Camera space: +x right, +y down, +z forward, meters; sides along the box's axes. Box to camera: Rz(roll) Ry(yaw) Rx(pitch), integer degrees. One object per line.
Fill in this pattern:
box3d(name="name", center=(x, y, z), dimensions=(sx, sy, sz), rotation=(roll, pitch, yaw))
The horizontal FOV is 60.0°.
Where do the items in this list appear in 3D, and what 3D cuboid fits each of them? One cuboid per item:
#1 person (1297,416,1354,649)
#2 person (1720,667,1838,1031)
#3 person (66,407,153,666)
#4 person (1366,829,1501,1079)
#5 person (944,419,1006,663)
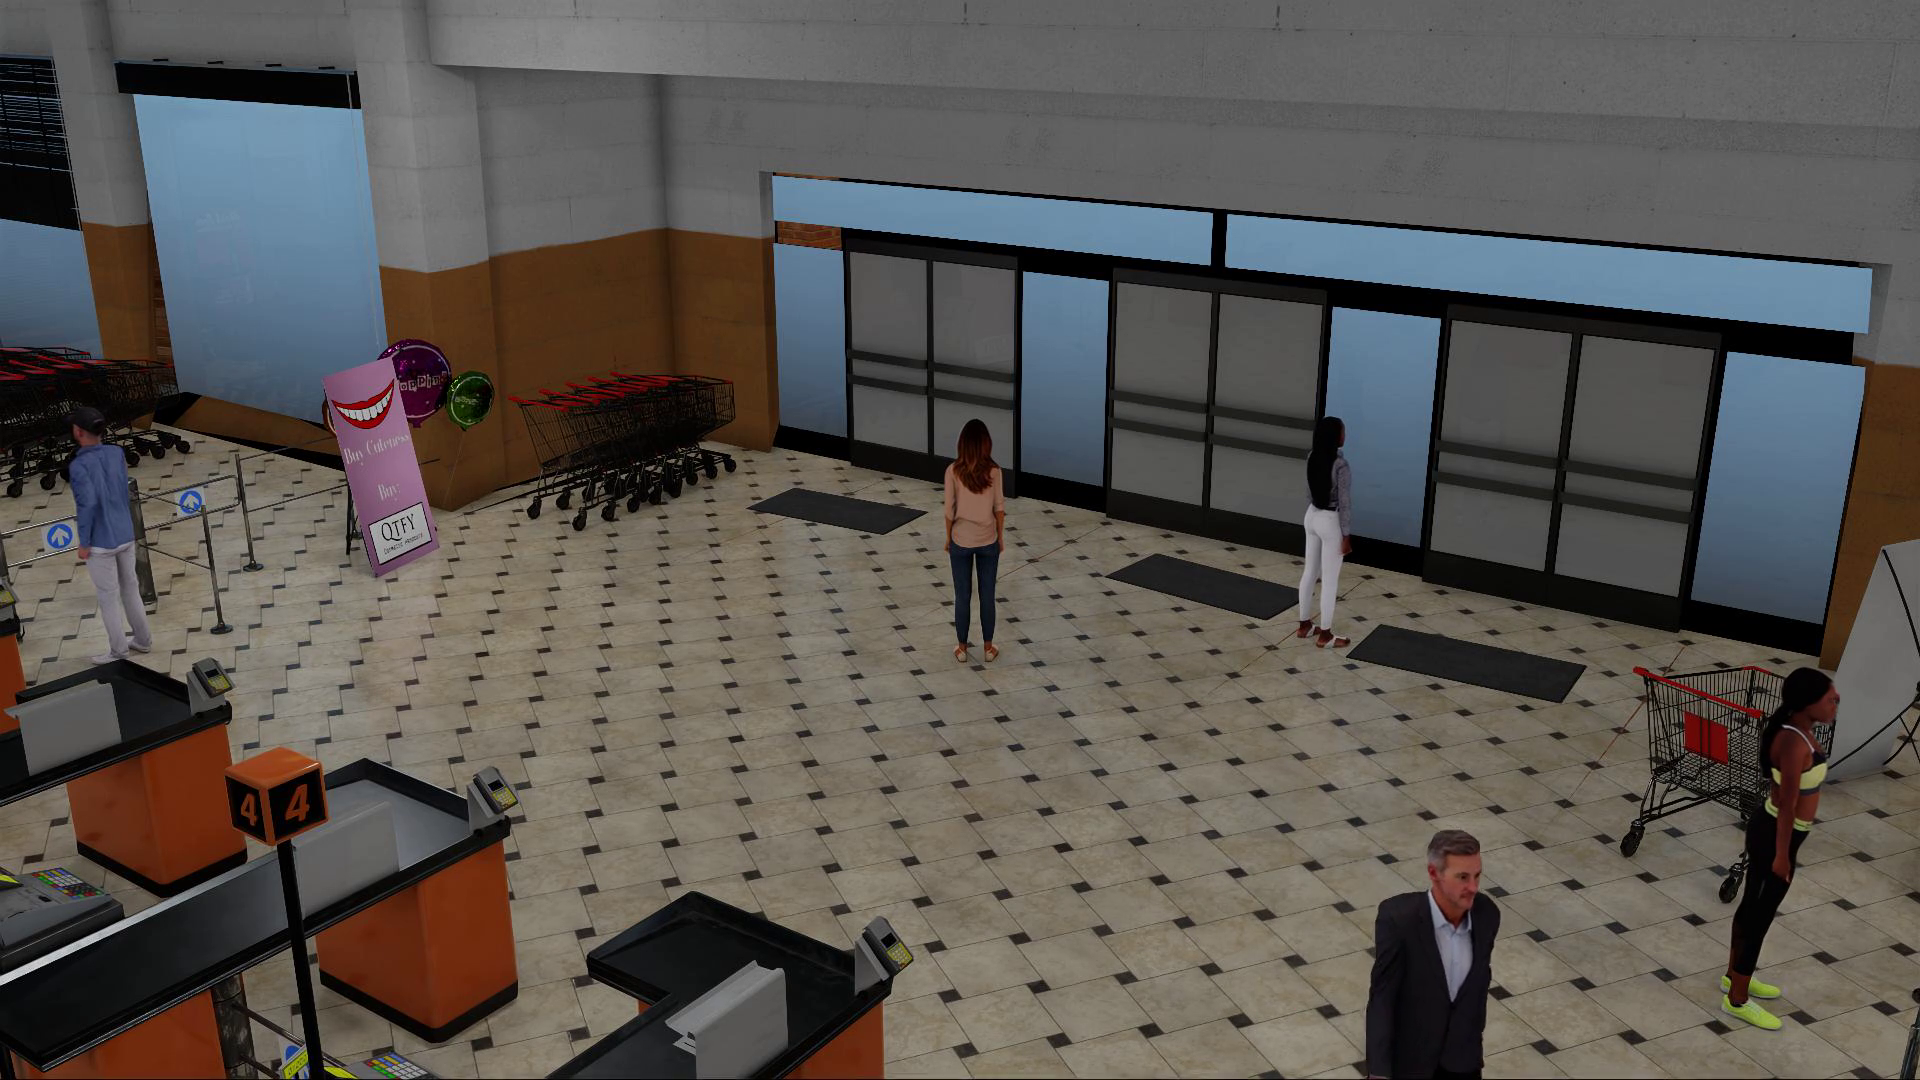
box3d(name="person", center=(2.683, -0.072, 12.211), dimensions=(0.686, 1.724, 0.674), rotation=(-8, 20, -23))
box3d(name="person", center=(3.800, 1.409, 7.774), dimensions=(0.652, 1.754, 0.486), rotation=(9, 21, 25))
box3d(name="person", center=(-6.075, -0.034, 11.844), dimensions=(0.785, 1.887, 0.636), rotation=(5, 19, 14))
box3d(name="person", center=(1.699, 1.889, 6.271), dimensions=(1.209, 1.803, 1.236), rotation=(-4, 19, -13))
box3d(name="person", center=(0.104, 0.011, 11.857), dimensions=(0.670, 1.792, 0.699), rotation=(0, 19, -1))
